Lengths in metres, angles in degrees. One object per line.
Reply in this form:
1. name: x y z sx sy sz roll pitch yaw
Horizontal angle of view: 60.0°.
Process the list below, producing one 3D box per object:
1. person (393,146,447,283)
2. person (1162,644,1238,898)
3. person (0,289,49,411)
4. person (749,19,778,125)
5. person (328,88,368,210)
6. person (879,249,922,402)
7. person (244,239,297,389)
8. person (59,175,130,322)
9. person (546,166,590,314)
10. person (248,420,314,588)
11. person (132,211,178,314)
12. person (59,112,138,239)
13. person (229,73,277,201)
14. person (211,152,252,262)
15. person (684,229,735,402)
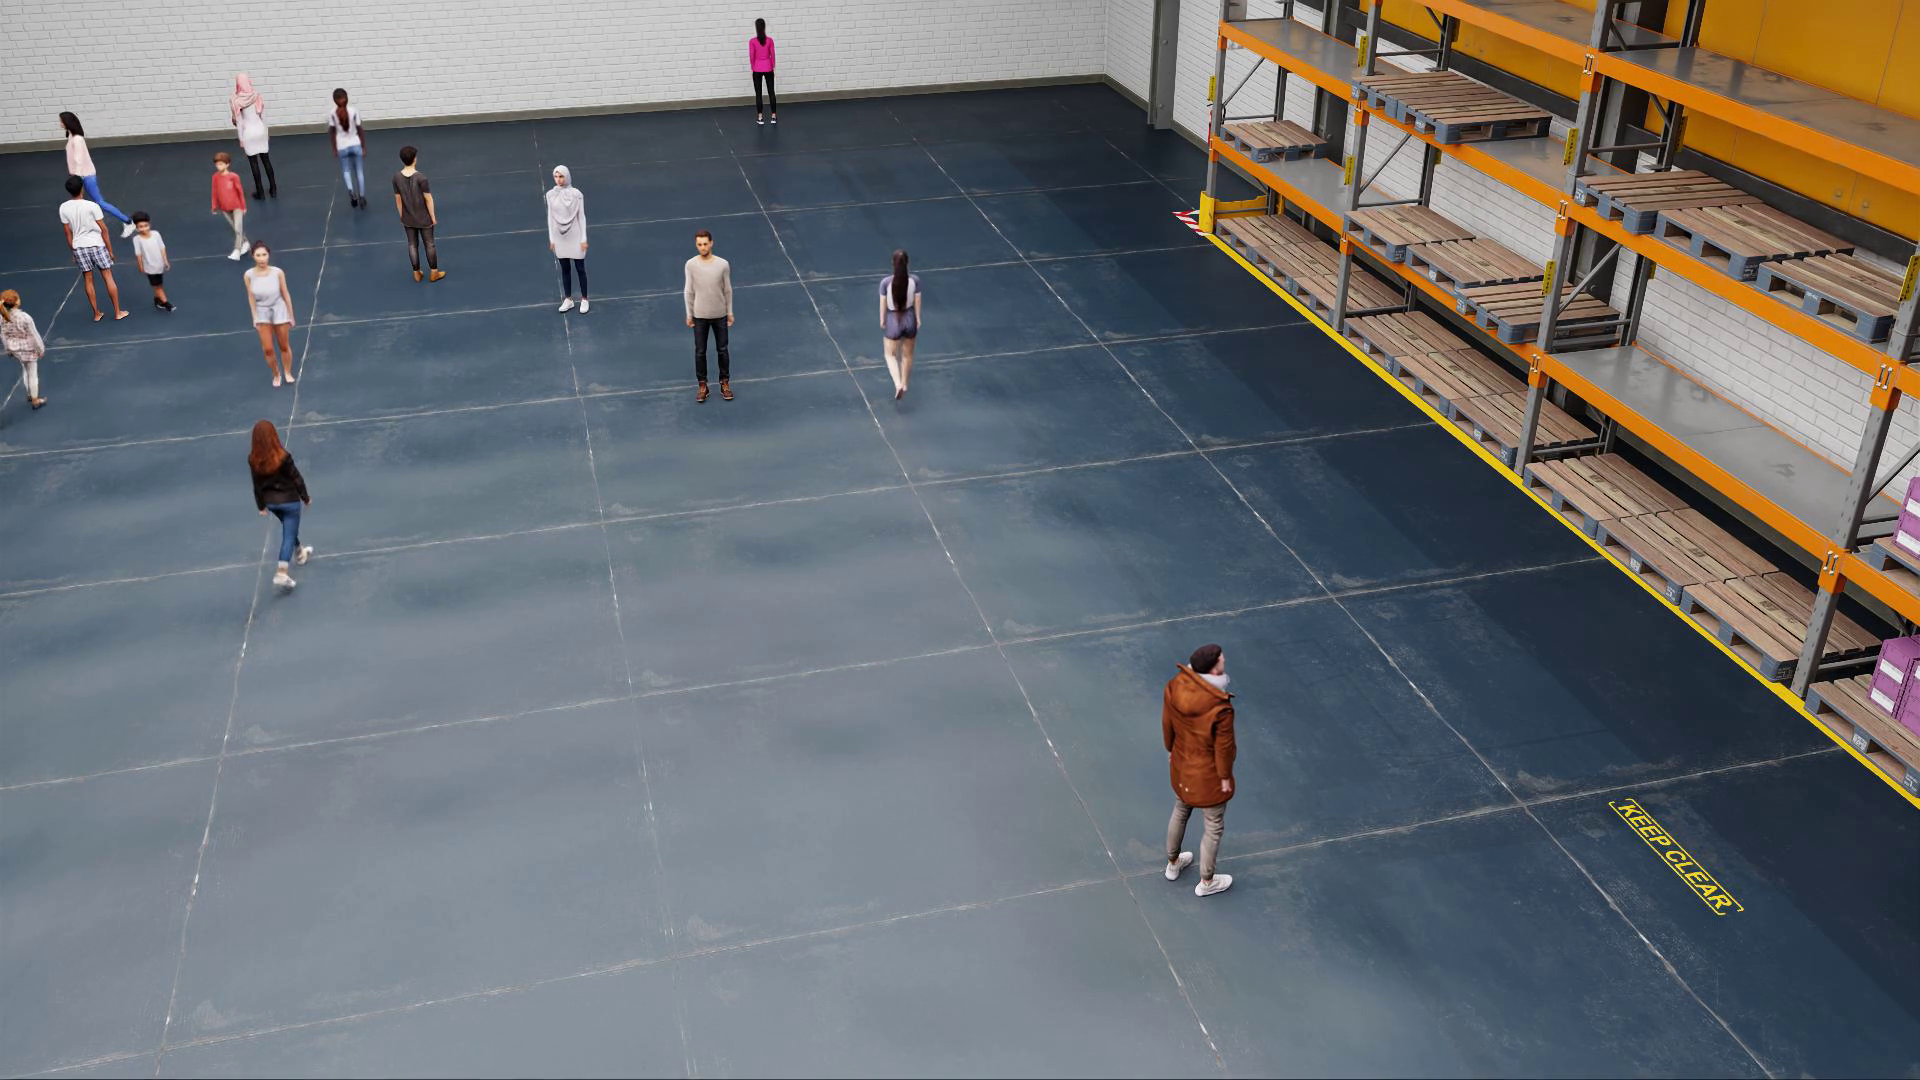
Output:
1. person: -6.826 -4.093 20.893 0.685 1.717 0.662 2 29 3
2. person: 1.532 1.453 10.598 0.898 1.839 0.809 -24 37 -37
3. person: -9.870 -1.981 17.457 0.607 1.299 0.614 2 29 4
4. person: -3.283 -7.819 27.742 0.580 1.699 0.554 -6 29 -11
5. person: -8.612 -5.490 23.455 0.608 1.717 0.732 -9 30 -15
6. person: -0.616 -2.253 17.609 0.602 1.633 0.857 -6 29 -11
7. person: -7.472 -2.470 18.045 0.613 1.594 0.633 -11 31 -20
8. person: -10.299 -3.445 19.689 0.655 1.734 0.579 -3 29 -5
9. person: -4.690 -3.613 19.952 0.679 1.775 0.646 3 29 5
10. person: -5.818 -0.297 14.210 0.832 1.452 1.063 5 29 8
11. person: -9.763 -3.364 20.067 0.884 1.229 0.745 23 36 36
12. person: -11.586 -4.836 22.238 0.906 1.735 1.112 -16 33 -27
13. person: -10.180 -5.827 23.980 0.761 1.804 0.735 25 37 38
14. person: -9.508 -4.380 21.766 0.747 1.385 0.994 3 29 6
15. person: -2.649 -2.391 17.616 0.670 1.867 0.573 -5 29 -9
